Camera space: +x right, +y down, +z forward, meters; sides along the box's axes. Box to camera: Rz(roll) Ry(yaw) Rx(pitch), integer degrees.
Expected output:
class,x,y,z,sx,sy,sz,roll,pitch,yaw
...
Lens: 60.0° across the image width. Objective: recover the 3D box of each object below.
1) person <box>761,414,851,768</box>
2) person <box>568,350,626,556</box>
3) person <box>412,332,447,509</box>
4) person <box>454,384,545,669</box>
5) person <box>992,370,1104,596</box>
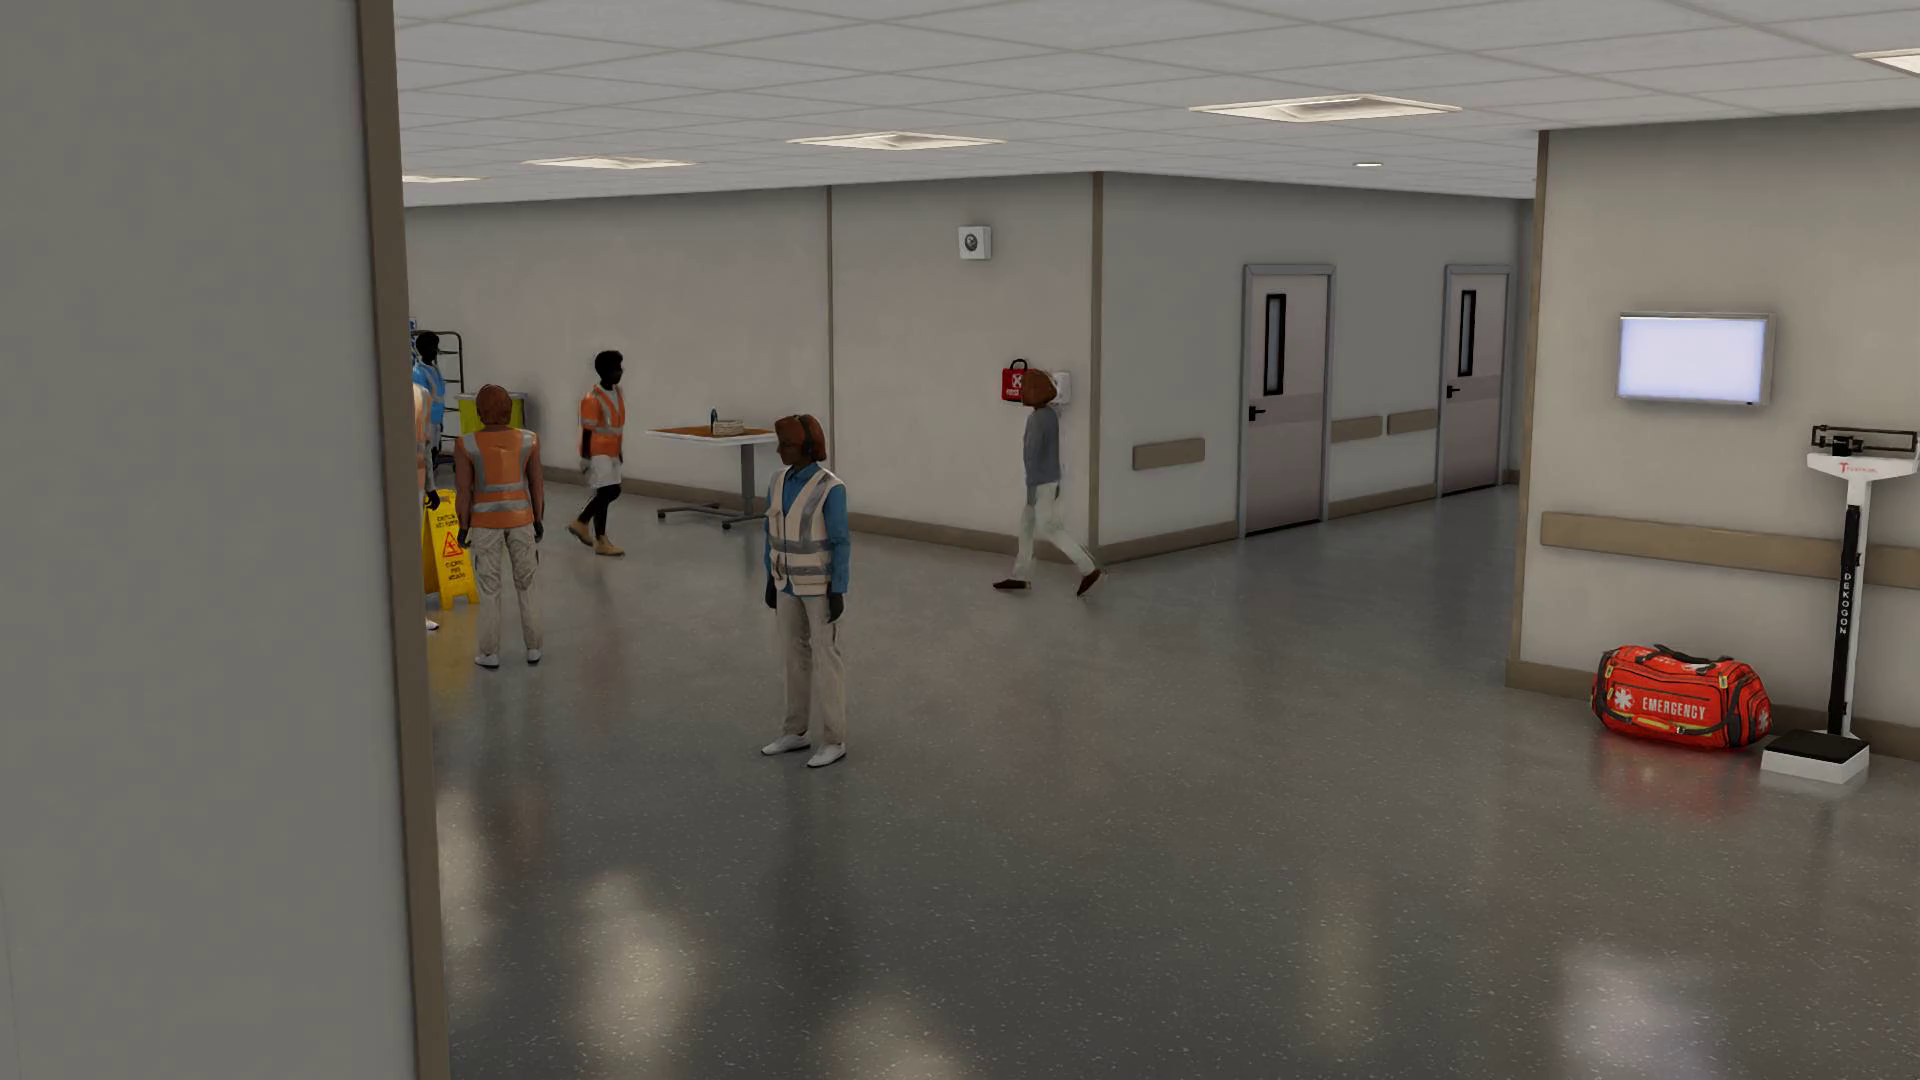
class,x,y,z,sx,sy,sz,roll,pitch,yaw
person,-0.714,0.232,7.724,0.521,1.636,0.311,8,13,42
person,-2.936,-0.703,13.367,0.586,1.665,0.554,3,10,16
person,-5.115,-1.150,16.004,0.322,1.699,0.536,0,9,2
person,-2.648,-0.076,9.601,0.512,1.642,0.311,-5,10,-28
person,0.633,-0.399,11.726,0.800,1.599,0.503,3,10,17
